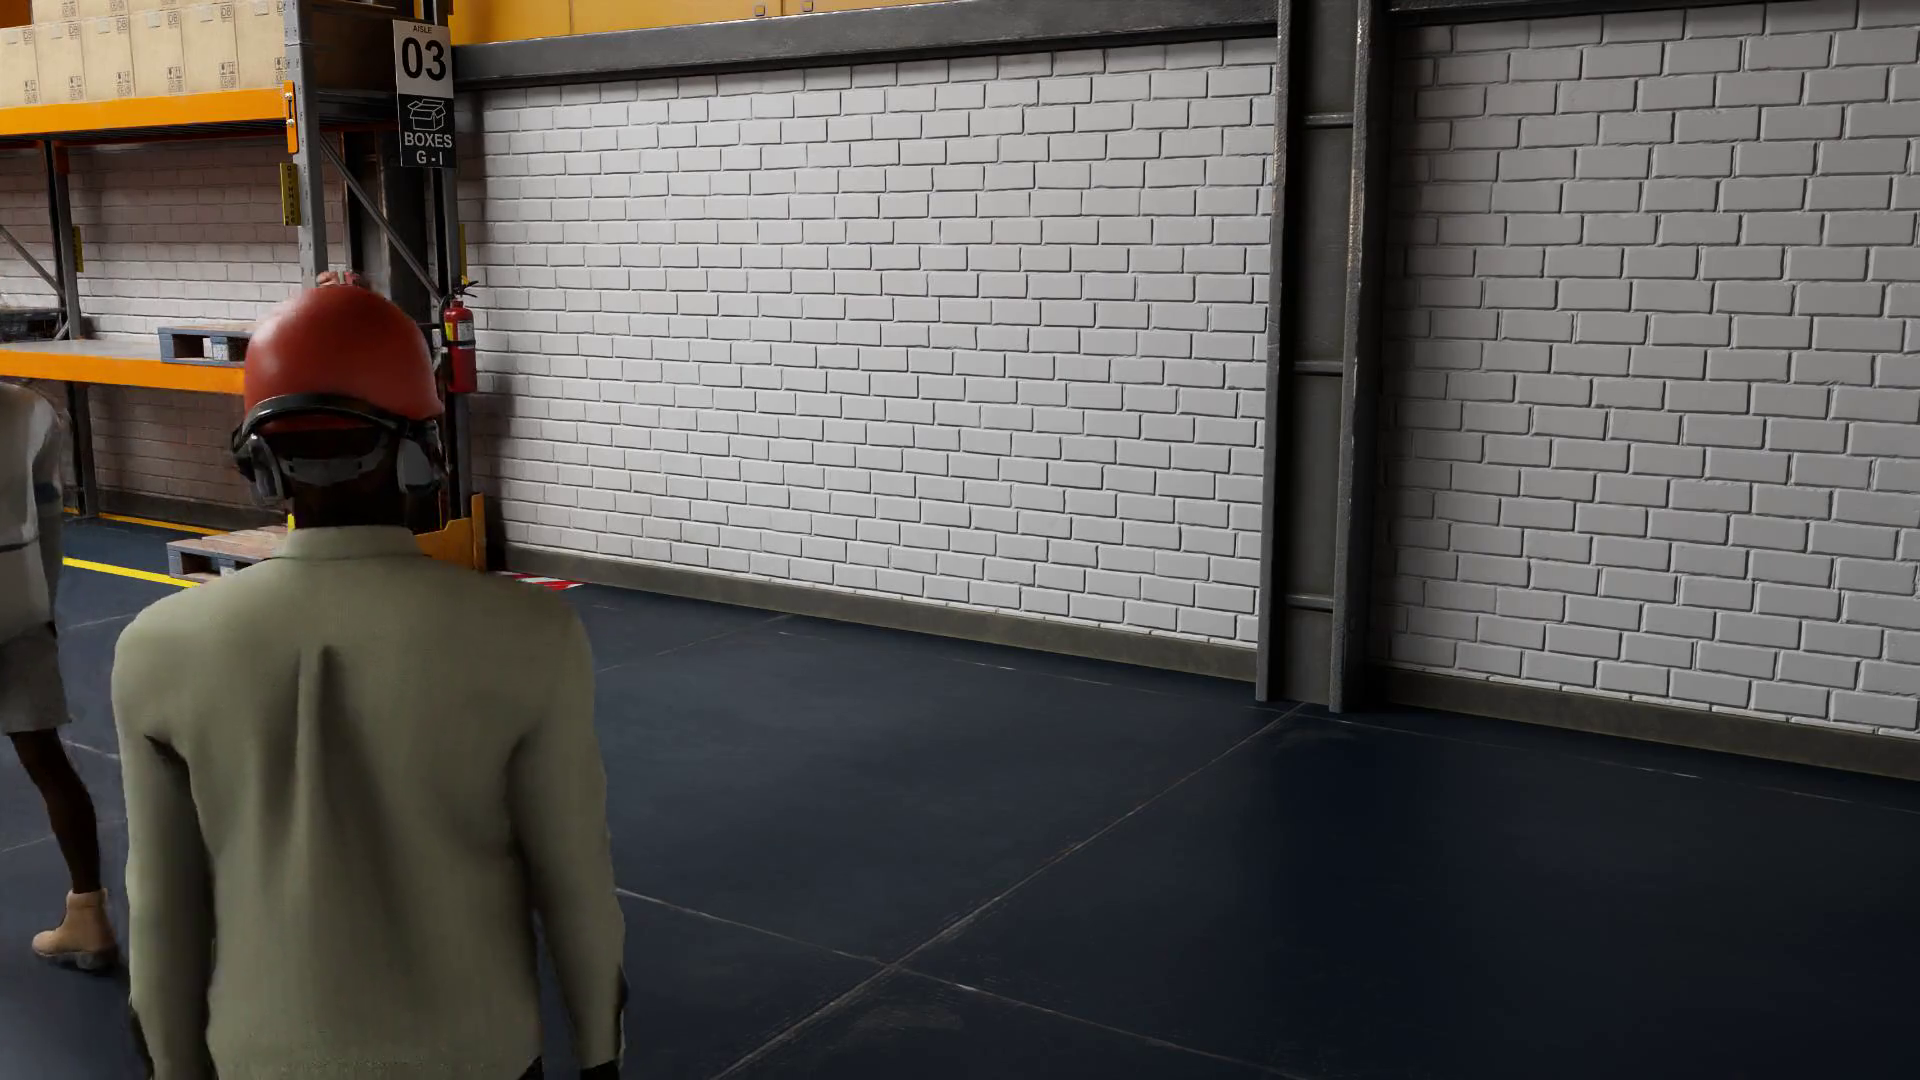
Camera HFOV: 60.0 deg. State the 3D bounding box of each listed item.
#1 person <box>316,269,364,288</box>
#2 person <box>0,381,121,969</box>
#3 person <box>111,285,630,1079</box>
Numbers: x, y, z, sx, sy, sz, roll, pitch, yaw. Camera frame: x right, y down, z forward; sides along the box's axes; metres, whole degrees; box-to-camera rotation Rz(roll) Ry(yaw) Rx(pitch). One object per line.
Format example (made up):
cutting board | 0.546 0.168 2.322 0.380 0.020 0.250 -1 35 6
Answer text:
person | -2.870 -0.389 8.223 0.544 1.886 0.673 -6 12 -31
person | -2.786 0.205 4.654 1.068 1.983 0.634 5 11 26
person | -0.747 0.668 2.122 0.625 1.970 0.780 0 10 1
